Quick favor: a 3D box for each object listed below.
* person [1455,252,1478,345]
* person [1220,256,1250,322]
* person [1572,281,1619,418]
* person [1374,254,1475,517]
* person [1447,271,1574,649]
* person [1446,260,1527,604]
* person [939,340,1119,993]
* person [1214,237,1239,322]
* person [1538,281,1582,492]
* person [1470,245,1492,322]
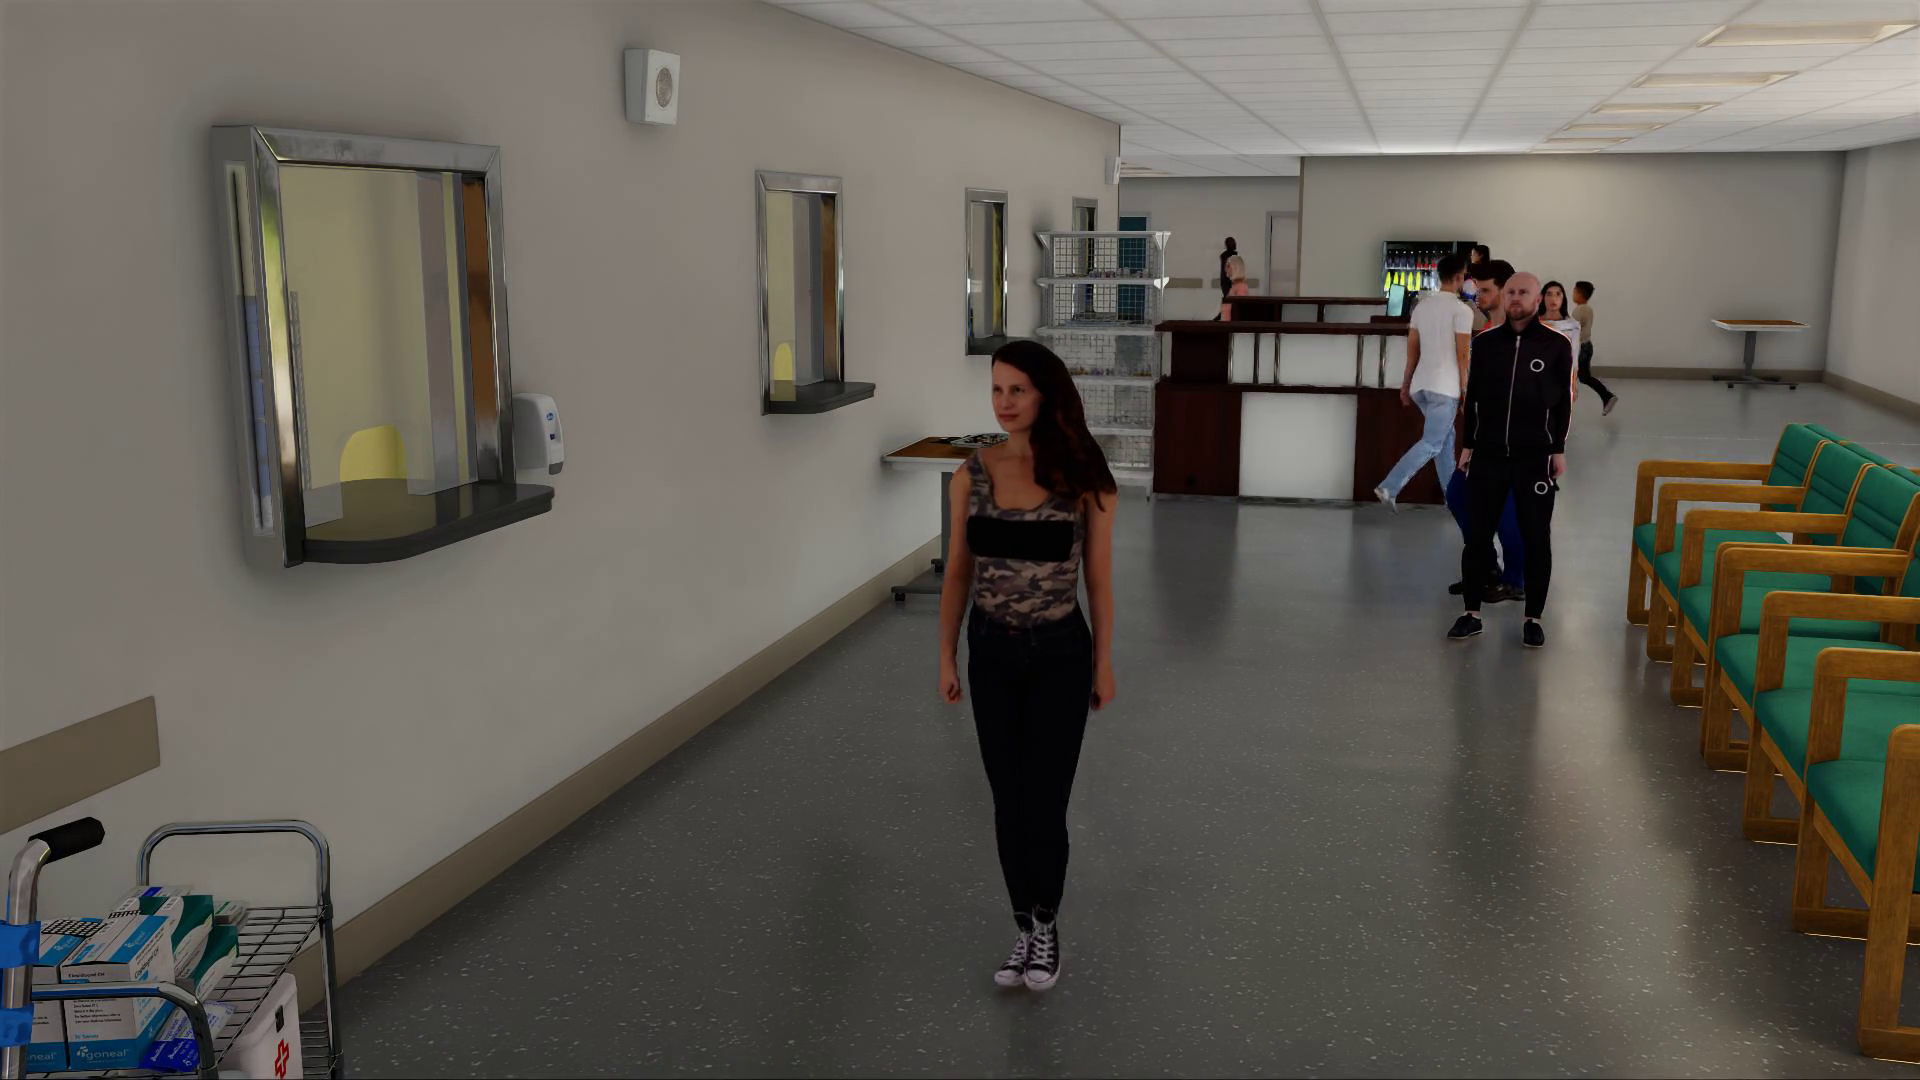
[{"bbox_3d":[5.540,-2.241,18.235,1.254,1.710,0.933,-1,11,-5],"label":"person"},{"bbox_3d":[3.109,-2.257,18.315,1.039,1.710,0.845,-2,11,-8],"label":"person"},{"bbox_3d":[6.664,-2.004,17.694,1.018,1.444,0.817,9,14,40],"label":"person"},{"bbox_3d":[3.256,-1.033,11.608,1.298,1.807,1.162,-4,12,-22],"label":"person"},{"bbox_3d":[2.729,-0.402,8.202,0.591,1.837,0.776,6,12,27],"label":"person"},{"bbox_3d":[3.023,-0.573,9.046,0.821,1.859,0.809,-1,11,-7],"label":"person"},{"bbox_3d":[0.214,0.342,4.500,0.591,1.754,0.701,4,11,21],"label":"person"},{"bbox_3d":[5.120,-4.936,32.166,0.799,1.809,0.743,4,12,21],"label":"person"},{"bbox_3d":[4.550,-1.196,12.931,0.498,1.633,0.693,1,11,6],"label":"person"},{"bbox_3d":[6.882,-2.898,21.625,1.216,1.719,0.725,1,11,5],"label":"person"}]
